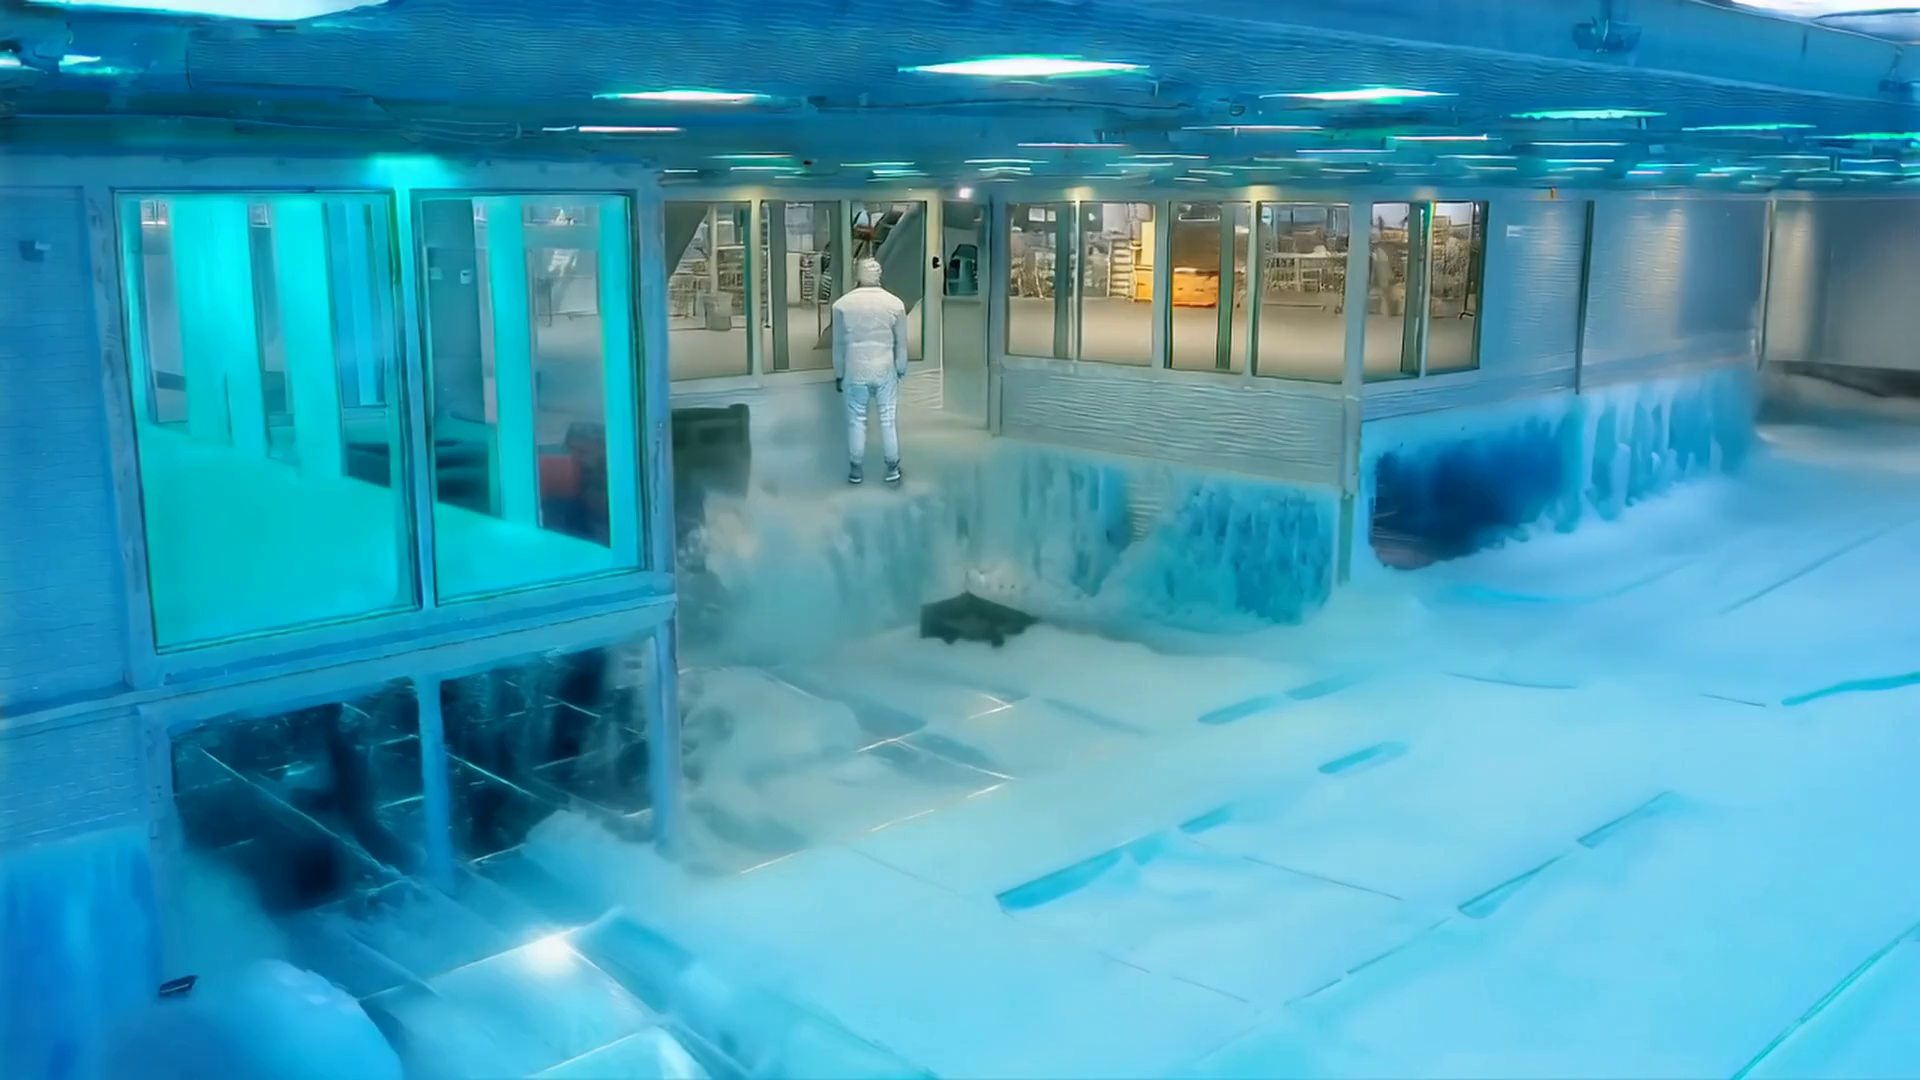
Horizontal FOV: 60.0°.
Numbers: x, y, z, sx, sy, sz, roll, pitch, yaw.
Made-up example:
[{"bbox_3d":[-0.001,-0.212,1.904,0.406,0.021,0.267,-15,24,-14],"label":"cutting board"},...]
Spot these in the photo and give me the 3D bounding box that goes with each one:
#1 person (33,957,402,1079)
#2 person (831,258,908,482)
[{"bbox_3d":[-0.443,1.173,1.209,0.327,1.865,0.519,-10,15,-40],"label":"person"},{"bbox_3d":[-0.762,-1.440,14.178,0.643,1.908,0.399,1,11,4],"label":"person"}]
